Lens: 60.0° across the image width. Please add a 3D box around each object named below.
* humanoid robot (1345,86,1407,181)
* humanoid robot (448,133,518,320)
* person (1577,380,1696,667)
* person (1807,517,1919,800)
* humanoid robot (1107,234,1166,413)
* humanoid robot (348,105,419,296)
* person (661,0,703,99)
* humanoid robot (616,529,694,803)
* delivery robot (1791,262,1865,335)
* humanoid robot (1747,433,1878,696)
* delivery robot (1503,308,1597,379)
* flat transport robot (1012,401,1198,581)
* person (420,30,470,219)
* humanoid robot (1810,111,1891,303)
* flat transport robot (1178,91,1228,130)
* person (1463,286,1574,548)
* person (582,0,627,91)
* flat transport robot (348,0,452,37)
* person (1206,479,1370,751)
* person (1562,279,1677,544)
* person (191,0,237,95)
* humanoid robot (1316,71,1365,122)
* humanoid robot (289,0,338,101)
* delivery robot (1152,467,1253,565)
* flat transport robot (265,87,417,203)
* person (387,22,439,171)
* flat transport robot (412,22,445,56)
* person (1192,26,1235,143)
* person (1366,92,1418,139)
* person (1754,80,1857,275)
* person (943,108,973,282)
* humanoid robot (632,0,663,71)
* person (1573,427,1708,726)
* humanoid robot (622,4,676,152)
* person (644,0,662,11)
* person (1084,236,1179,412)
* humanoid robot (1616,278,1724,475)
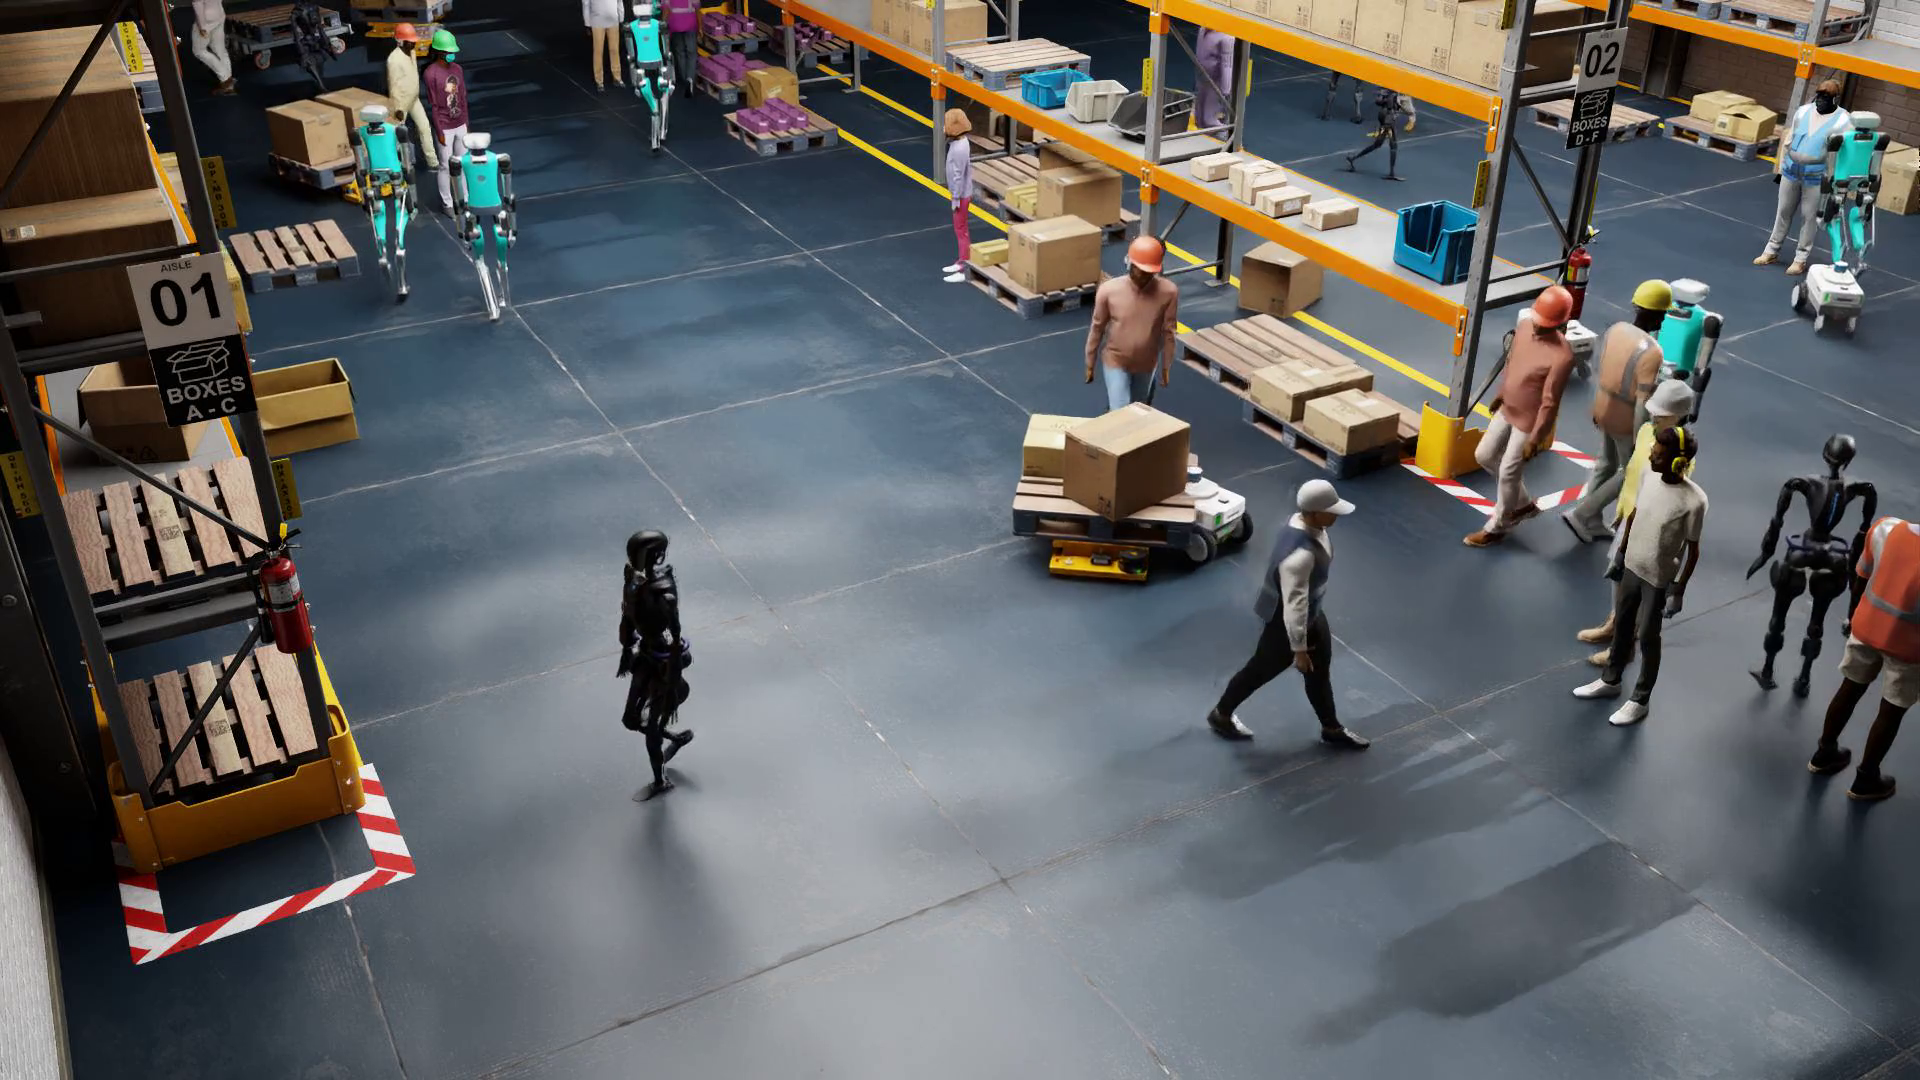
[{"bbox_3d":[4.688,-4.828,18.426,0.700,1.639,0.613,10,31,17],"label":"humanoid robot"},{"bbox_3d":[-4.202,-2.759,14.847,0.542,1.898,0.758,-7,31,-13],"label":"humanoid robot"},{"bbox_3d":[4.113,-0.102,9.967,0.393,1.885,0.510,-6,30,-10],"label":"person"},{"bbox_3d":[4.978,0.513,8.829,0.377,1.953,0.614,-15,33,-25],"label":"person"},{"bbox_3d":[1.335,-1.563,12.738,0.420,1.637,0.608,17,34,27],"label":"humanoid robot"},{"bbox_3d":[-5.233,-3.002,15.175,0.538,1.788,0.830,-3,30,-6],"label":"humanoid robot"},{"bbox_3d":[-3.553,-6.575,21.297,0.501,1.822,0.712,-1,30,-1],"label":"person"},{"bbox_3d":[-1.614,0.667,8.852,0.415,1.646,0.591,-21,36,-32],"label":"humanoid robot"},{"bbox_3d":[7.860,-2.210,14.984,0.499,0.610,0.811,6,30,11],"label":"delivery robot"},{"bbox_3d":[4.987,0.141,9.759,0.599,1.667,0.357,6,30,10],"label":"humanoid robot"},{"bbox_3d":[5.023,-1.706,14.106,0.499,0.608,0.786,-10,31,-17],"label":"delivery robot"},{"bbox_3d":[1.032,-0.159,11.687,0.659,0.231,1.431,5,30,8],"label":"flat transport robot"},{"bbox_3d":[-5.268,-4.302,17.235,0.450,1.935,0.479,19,35,29],"label":"person"},{"bbox_3d":[8.058,-2.913,15.016,0.533,1.792,0.665,0,30,-1],"label":"humanoid robot"},{"bbox_3d":[2.744,-5.306,20.646,0.659,0.231,1.431,-9,31,-15],"label":"flat transport robot"},{"bbox_3d":[3.782,-0.818,11.142,0.526,1.962,0.677,-5,30,-9],"label":"person"},{"bbox_3d":[-4.630,-6.769,21.703,0.571,1.746,0.345,-17,34,-27],"label":"person"},{"bbox_3d":[-8.331,-7.780,24.952,0.659,0.231,1.431,2,30,4],"label":"flat transport robot"},{"bbox_3d":[1.859,0.421,9.230,0.930,1.710,0.790,11,32,18],"label":"person"},{"bbox_3d":[4.444,-0.825,11.187,0.481,1.917,0.624,-4,30,-8],"label":"person"},{"bbox_3d":[-9.672,-6.658,21.355,0.457,1.916,0.637,3,30,5],"label":"person"},{"bbox_3d":[4.779,-5.977,20.410,0.651,1.627,0.341,5,30,9],"label":"humanoid robot"},{"bbox_3d":[-8.064,-6.042,20.562,0.734,1.646,0.599,10,31,16],"label":"humanoid robot"},{"bbox_3d":[1.616,-0.212,11.499,0.802,0.602,0.499,26,39,38],"label":"delivery robot"},{"bbox_3d":[-6.791,-4.015,18.399,1.431,0.231,0.659,22,36,33],"label":"flat transport robot"},{"bbox_3d":[-6.235,-4.902,18.501,0.810,1.703,0.590,3,30,6],"label":"person"},{"bbox_3d":[-7.749,-7.214,23.968,0.659,0.231,1.431,-8,31,-14],"label":"flat transport robot"},{"bbox_3d":[2.850,-5.135,18.724,0.466,1.885,0.673,-13,32,-22],"label":"person"},{"bbox_3d":[5.310,-5.750,19.834,0.831,1.859,0.619,-13,32,-22],"label":"person"},{"bbox_3d":[8.073,-3.461,15.856,0.429,1.844,0.620,-21,36,-31],"label":"person"},{"bbox_3d":[-0.022,-3.260,15.721,0.286,1.626,0.501,-1,30,-1],"label":"person"},{"bbox_3d":[-4.327,-7.392,22.858,0.545,1.798,0.915,-12,32,-20],"label":"humanoid robot"},{"bbox_3d":[3.906,0.201,9.457,0.313,1.865,0.532,-12,32,-19],"label":"person"},{"bbox_3d":[-3.564,-5.381,19.319,0.540,1.729,1.054,-3,30,-5],"label":"humanoid robot"},{"bbox_3d":[-4.903,-9.157,25.772,0.429,1.841,0.632,-19,35,-30],"label":"person"},{"bbox_3d":[1.213,-1.316,12.027,0.649,1.952,0.882,-5,30,-8],"label":"person"},{"bbox_3d":[4.754,-0.831,11.464,0.546,1.828,0.839,22,37,33],"label":"humanoid robot"}]
